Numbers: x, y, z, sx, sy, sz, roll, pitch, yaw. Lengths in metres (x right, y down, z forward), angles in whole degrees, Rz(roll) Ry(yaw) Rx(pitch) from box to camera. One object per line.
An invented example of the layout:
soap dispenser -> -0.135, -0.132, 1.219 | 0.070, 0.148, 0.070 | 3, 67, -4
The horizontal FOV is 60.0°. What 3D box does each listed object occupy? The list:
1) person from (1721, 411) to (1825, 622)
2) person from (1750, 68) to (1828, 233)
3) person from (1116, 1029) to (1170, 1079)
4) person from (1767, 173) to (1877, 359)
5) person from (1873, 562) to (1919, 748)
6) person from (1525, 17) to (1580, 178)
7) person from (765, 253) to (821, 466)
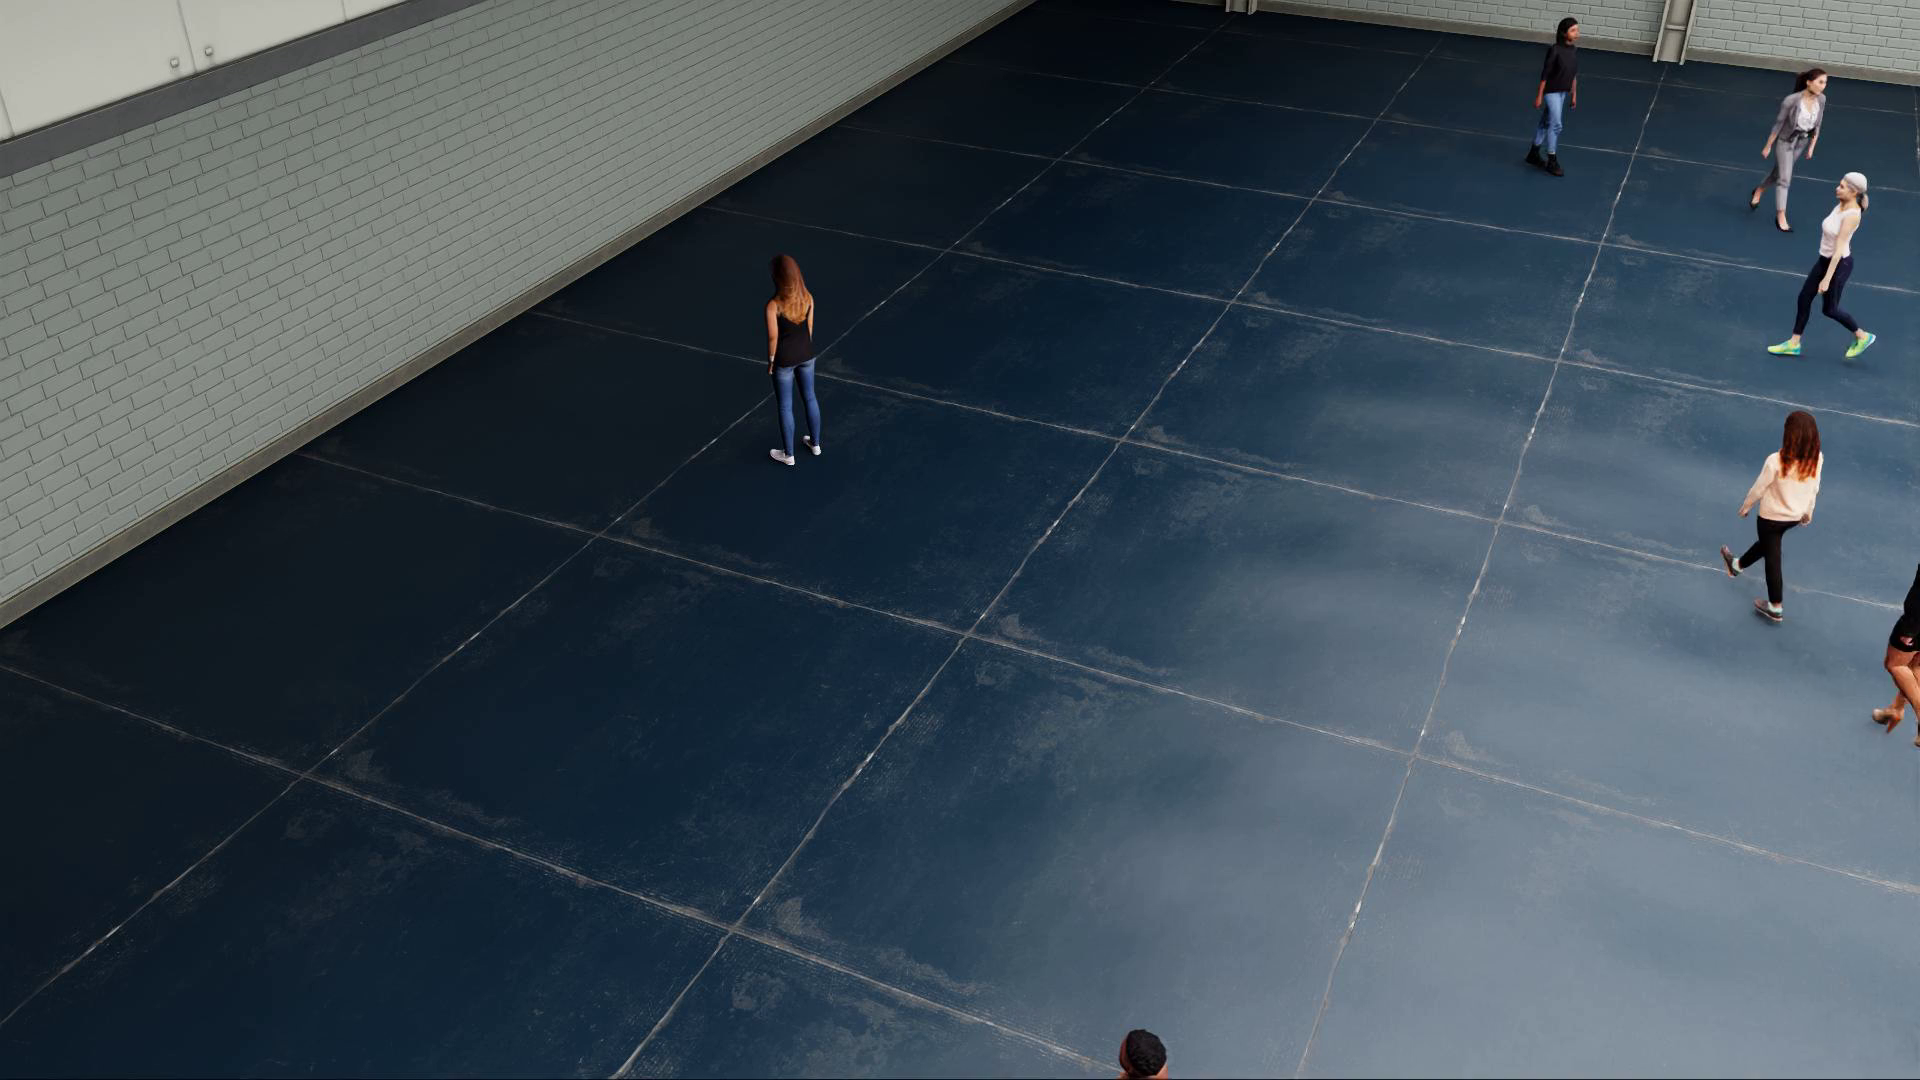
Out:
person -> 5.487, -0.124, 11.062 | 0.956, 1.441, 0.995 | -9, 33, -14
person -> 8.477, -4.055, 17.115 | 1.151, 1.630, 1.135 | -5, 33, -7
person -> 0.740, 2.531, 7.028 | 0.530, 1.254, 0.564 | 23, 39, 32
person -> 7.594, -2.305, 14.294 | 1.100, 1.680, 0.782 | 6, 33, 9
person -> 5.761, 0.556, 9.811 | 0.819, 1.625, 0.875 | -10, 34, -15
person -> 6.547, -4.962, 18.511 | 0.841, 1.675, 0.960 | -19, 37, -28
person -> -1.290, -1.399, 12.817 | 0.671, 1.723, 0.669 | -23, 39, -32
